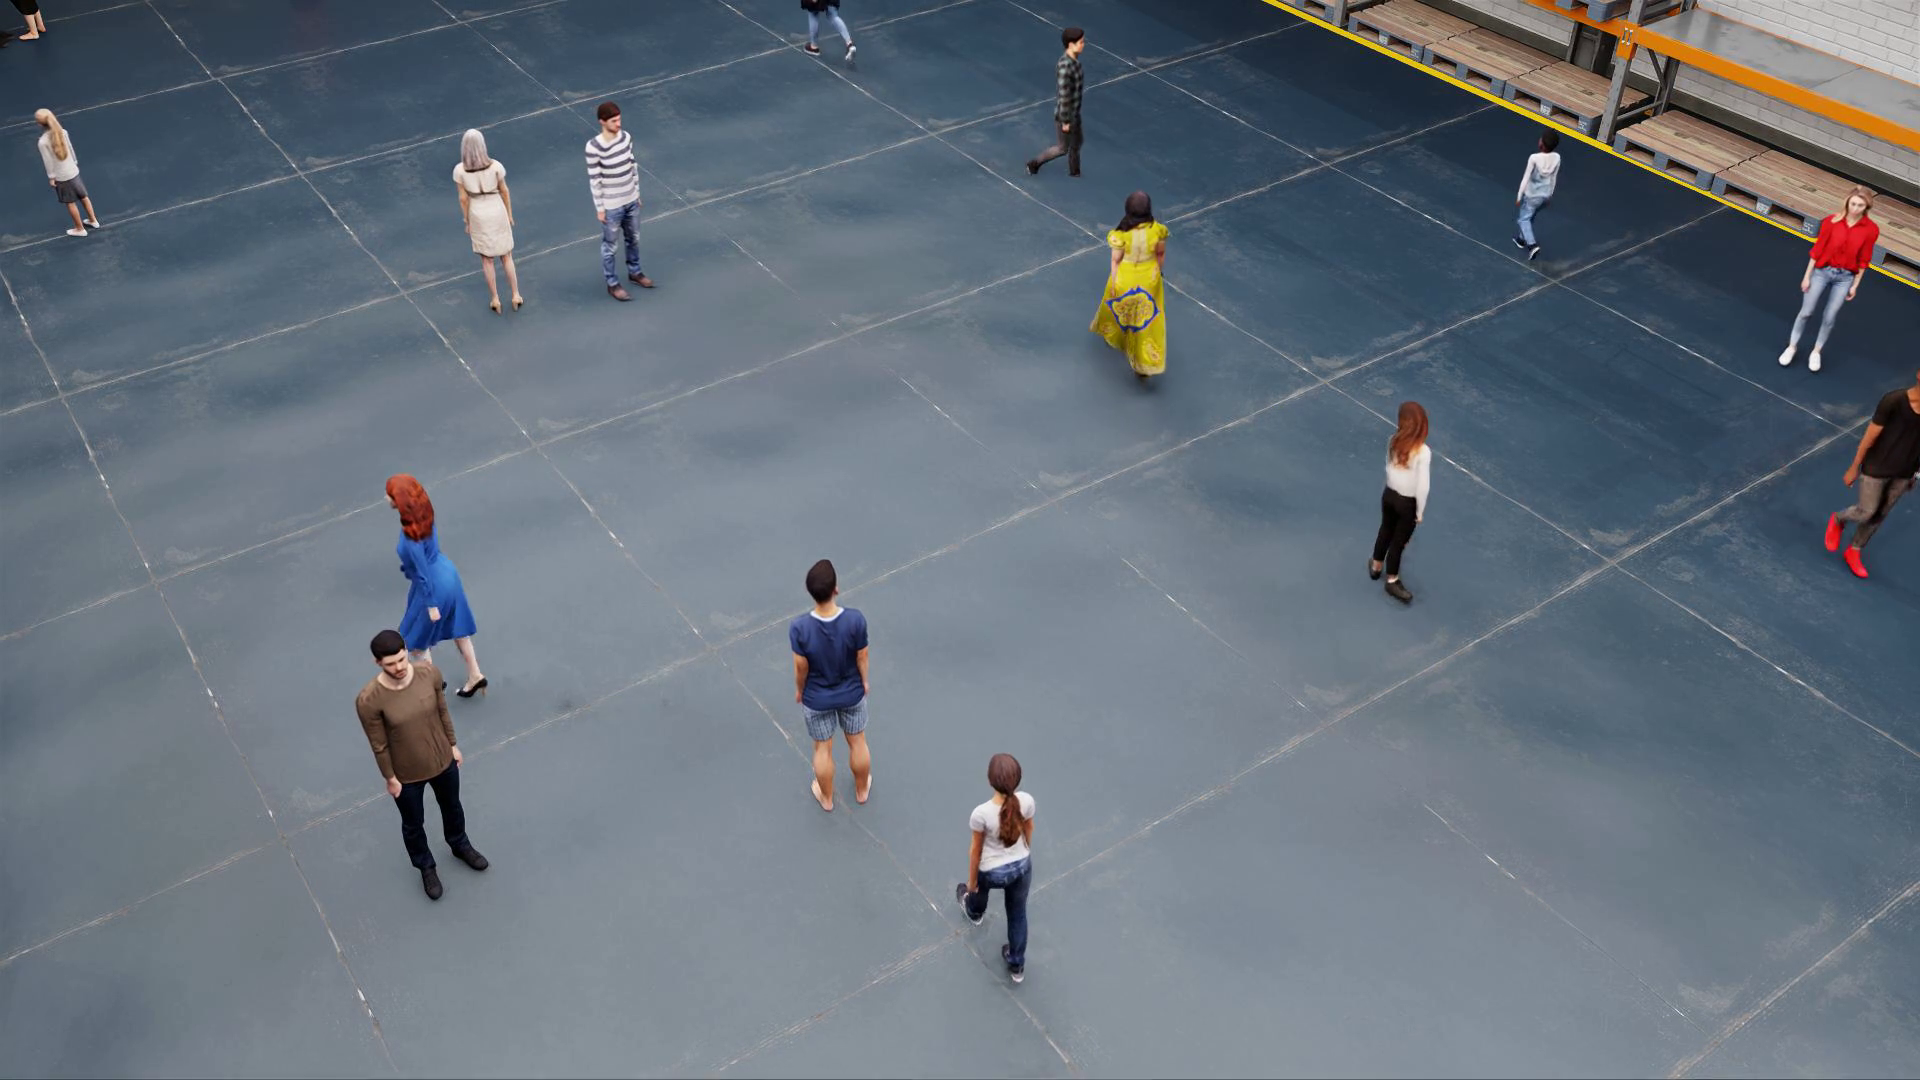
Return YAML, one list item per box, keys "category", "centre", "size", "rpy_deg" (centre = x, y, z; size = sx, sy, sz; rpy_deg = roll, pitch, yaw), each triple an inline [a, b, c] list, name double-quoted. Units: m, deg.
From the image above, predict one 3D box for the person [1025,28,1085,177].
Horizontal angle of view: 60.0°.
- category: "person"
  centre: [1.032, -4.377, 16.943]
  size: [1.074, 1.701, 0.986]
  rpy_deg: [12, 40, 14]

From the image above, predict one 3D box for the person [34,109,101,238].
- category: "person"
  centre: [-8.631, -3.554, 16.024]
  size: [0.647, 1.277, 0.600]
  rpy_deg: [13, 40, 16]

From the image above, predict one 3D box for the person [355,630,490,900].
- category: "person"
  centre: [-3.099, 1.247, 9.522]
  size: [0.681, 1.889, 0.619]
  rpy_deg: [-31, 48, -33]

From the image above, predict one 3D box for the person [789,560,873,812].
- category: "person"
  centre: [-0.756, 0.906, 9.985]
  size: [0.701, 1.843, 0.694]
  rpy_deg: [-7, 39, -9]

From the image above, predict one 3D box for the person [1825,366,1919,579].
- category: "person"
  centre: [6.586, -0.574, 11.879]
  size: [0.833, 1.793, 0.885]
  rpy_deg: [-2, 39, -2]

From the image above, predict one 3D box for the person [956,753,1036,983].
- category: "person"
  centre: [0.261, 1.829, 9.080]
  size: [0.735, 1.531, 0.997]
  rpy_deg: [-12, 40, -15]

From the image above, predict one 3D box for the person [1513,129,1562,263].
- category: "person"
  centre: [5.440, -3.238, 15.656]
  size: [0.696, 1.242, 0.883]
  rpy_deg: [-6, 39, -7]

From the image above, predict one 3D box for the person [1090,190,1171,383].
- category: "person"
  centre: [1.489, -2.095, 13.931]
  size: [1.091, 1.609, 1.341]
  rpy_deg: [-5, 39, -6]

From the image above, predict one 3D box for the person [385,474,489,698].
- category: "person"
  centre: [-3.291, 0.347, 10.713]
  size: [0.871, 1.810, 0.808]
  rpy_deg: [-1, 39, -2]

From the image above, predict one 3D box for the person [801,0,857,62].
- category: "person"
  centre: [-1.520, -6.316, 19.178]
  size: [1.112, 1.657, 0.739]
  rpy_deg: [31, 48, 33]

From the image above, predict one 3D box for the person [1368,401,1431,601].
- category: "person"
  centre: [3.133, -0.255, 11.745]
  size: [0.742, 1.462, 0.429]
  rpy_deg: [-12, 40, -15]

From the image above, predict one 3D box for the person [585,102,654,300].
- category: "person"
  centre: [-3.093, -3.065, 14.955]
  size: [0.600, 1.846, 0.687]
  rpy_deg: [30, 48, 32]

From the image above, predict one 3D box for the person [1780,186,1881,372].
- category: "person"
  centre: [7.346, -2.207, 13.999]
  size: [0.643, 1.699, 0.763]
  rpy_deg: [17, 42, 20]

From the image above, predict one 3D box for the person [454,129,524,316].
- category: "person"
  centre: [-4.162, -2.810, 14.724]
  size: [0.661, 1.736, 0.642]
  rpy_deg: [-11, 40, -13]
